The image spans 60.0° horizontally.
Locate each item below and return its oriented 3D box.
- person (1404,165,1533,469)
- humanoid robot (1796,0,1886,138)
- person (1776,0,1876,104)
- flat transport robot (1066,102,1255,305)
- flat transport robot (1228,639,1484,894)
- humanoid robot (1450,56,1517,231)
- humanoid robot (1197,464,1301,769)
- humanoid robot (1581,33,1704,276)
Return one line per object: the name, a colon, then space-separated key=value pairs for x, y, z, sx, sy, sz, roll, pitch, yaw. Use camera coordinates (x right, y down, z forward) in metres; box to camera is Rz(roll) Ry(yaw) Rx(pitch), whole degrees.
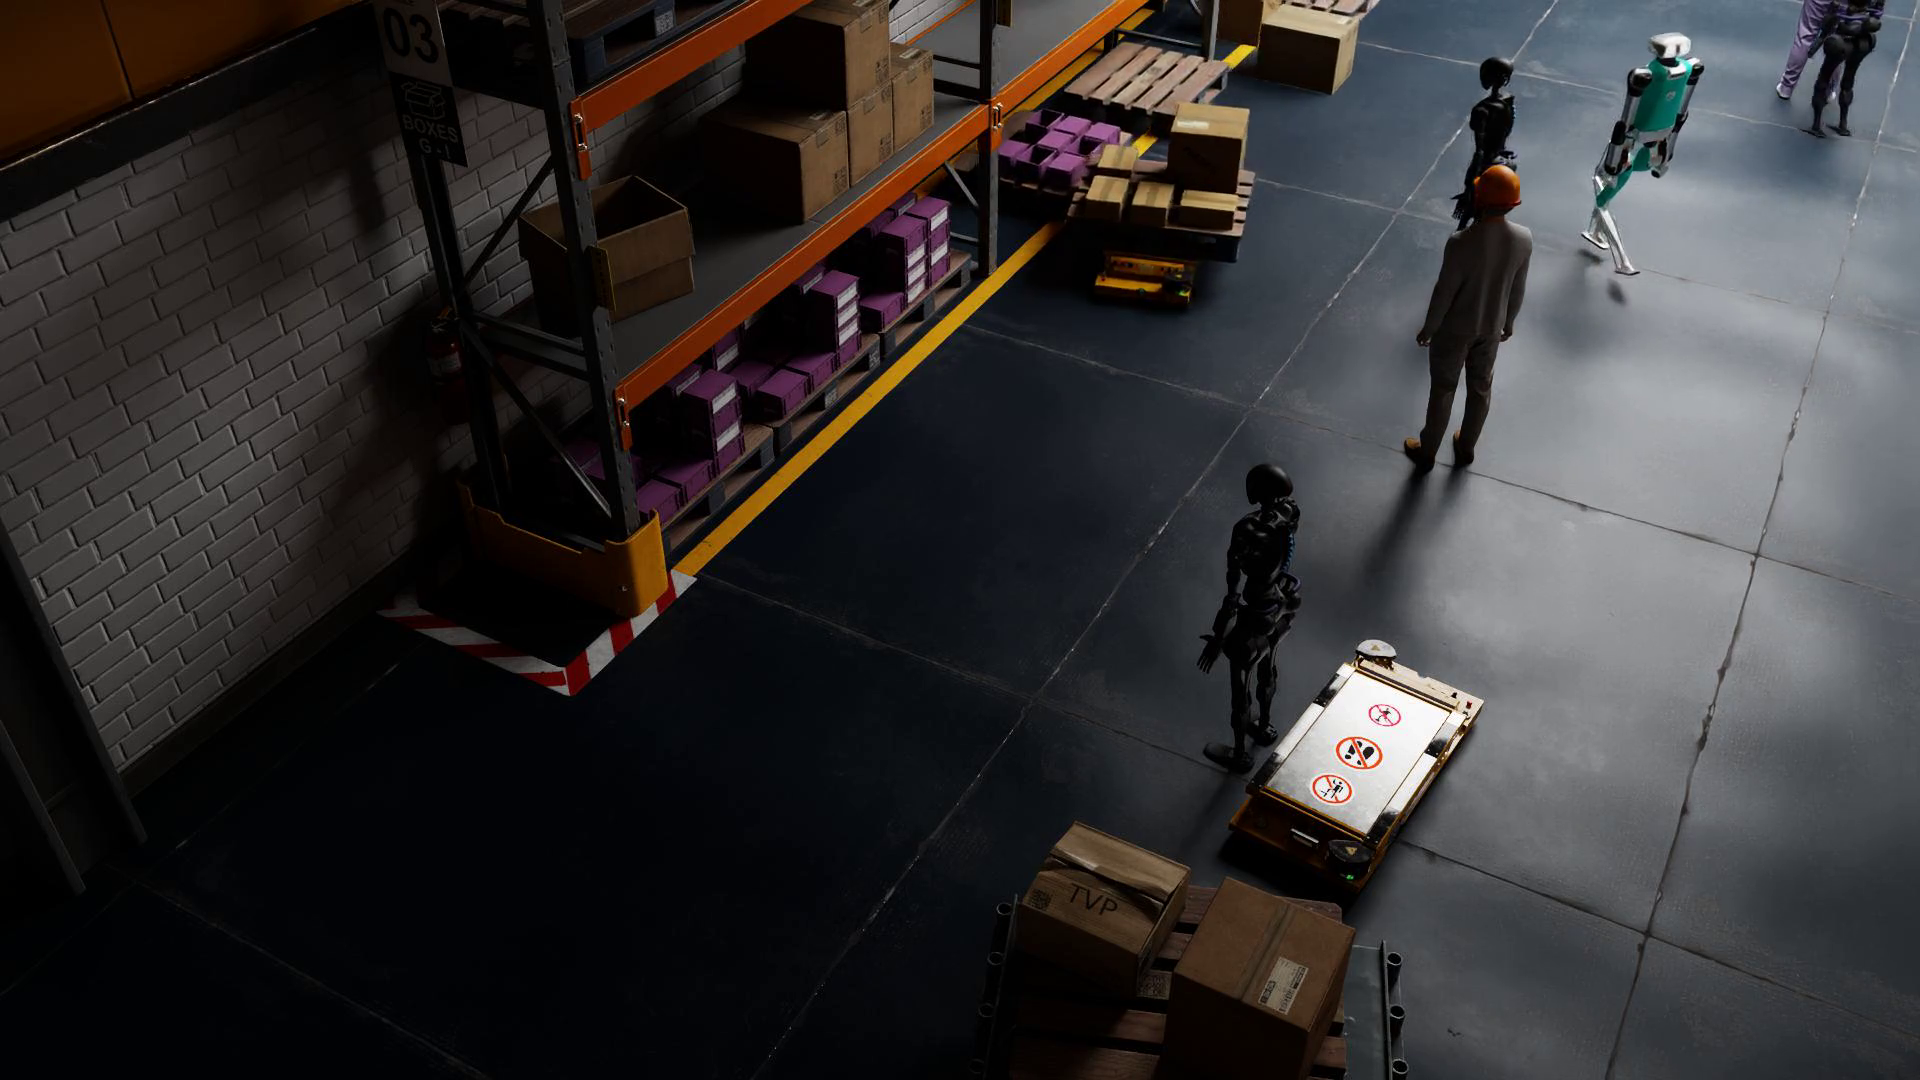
person: x=2.911 y=-1.247 z=9.476 sx=0.568 sy=1.898 sz=0.350 roll=-7 pitch=39 yaw=-9
humanoid robot: x=7.013 y=-3.988 z=13.095 sx=0.605 sy=1.636 sz=0.402 roll=-14 pitch=41 yaw=-16
person: x=7.148 y=-4.492 z=13.524 sx=0.641 sy=1.909 sz=0.413 roll=18 pitch=42 yaw=21
flat transport robot: x=1.413 y=-2.139 z=11.893 sx=0.659 sy=0.231 sz=1.431 roll=9 pitch=40 yaw=11
flat transport robot: x=1.914 y=1.038 z=7.922 sx=0.659 sy=0.231 sz=1.431 roll=24 pitch=45 yaw=27
humanoid robot: x=3.497 y=-2.388 z=11.080 sx=0.401 sy=1.632 sz=0.616 roll=23 pitch=44 yaw=26
humanoid robot: x=1.350 y=0.350 z=7.644 sx=0.315 sy=1.657 sz=0.599 roll=29 pitch=47 yaw=31
humanoid robot: x=4.553 y=-2.670 z=11.366 sx=0.556 sy=1.732 sz=0.968 roll=-12 pitch=40 yaw=-15
